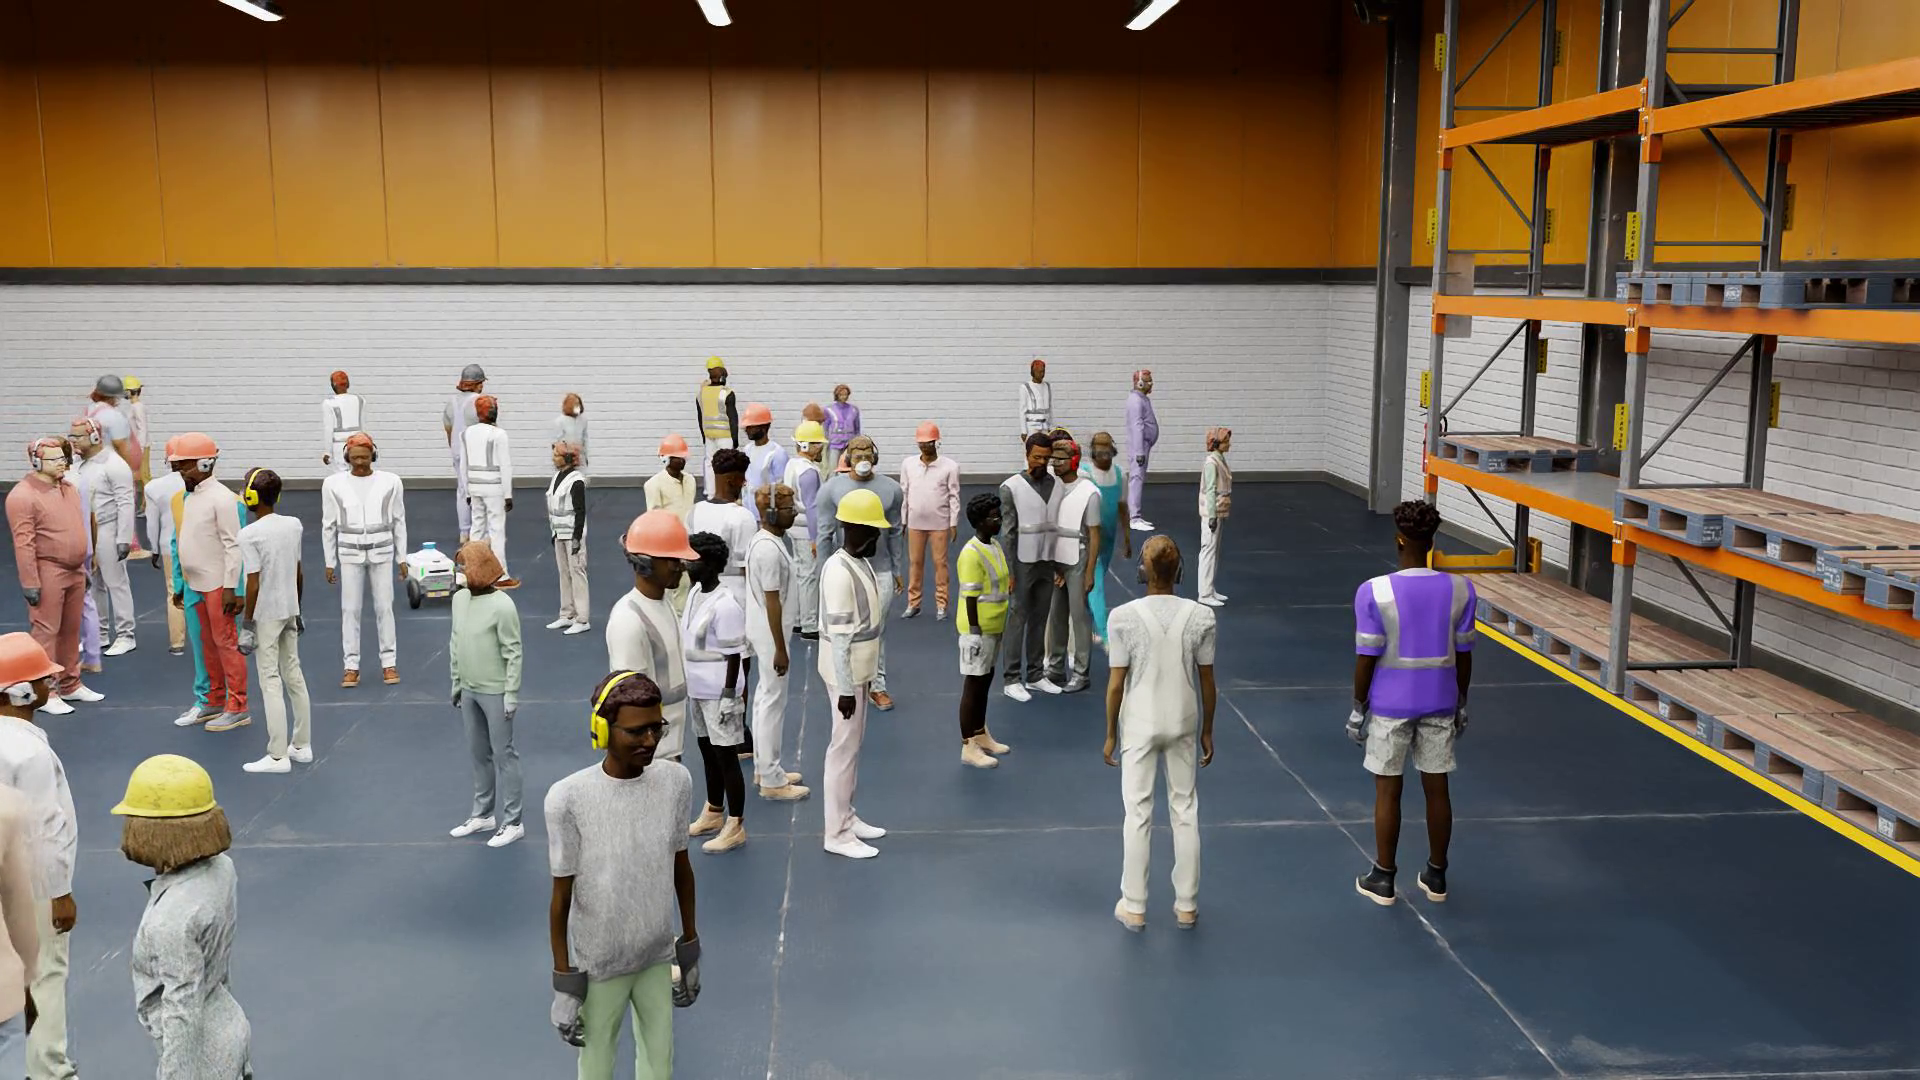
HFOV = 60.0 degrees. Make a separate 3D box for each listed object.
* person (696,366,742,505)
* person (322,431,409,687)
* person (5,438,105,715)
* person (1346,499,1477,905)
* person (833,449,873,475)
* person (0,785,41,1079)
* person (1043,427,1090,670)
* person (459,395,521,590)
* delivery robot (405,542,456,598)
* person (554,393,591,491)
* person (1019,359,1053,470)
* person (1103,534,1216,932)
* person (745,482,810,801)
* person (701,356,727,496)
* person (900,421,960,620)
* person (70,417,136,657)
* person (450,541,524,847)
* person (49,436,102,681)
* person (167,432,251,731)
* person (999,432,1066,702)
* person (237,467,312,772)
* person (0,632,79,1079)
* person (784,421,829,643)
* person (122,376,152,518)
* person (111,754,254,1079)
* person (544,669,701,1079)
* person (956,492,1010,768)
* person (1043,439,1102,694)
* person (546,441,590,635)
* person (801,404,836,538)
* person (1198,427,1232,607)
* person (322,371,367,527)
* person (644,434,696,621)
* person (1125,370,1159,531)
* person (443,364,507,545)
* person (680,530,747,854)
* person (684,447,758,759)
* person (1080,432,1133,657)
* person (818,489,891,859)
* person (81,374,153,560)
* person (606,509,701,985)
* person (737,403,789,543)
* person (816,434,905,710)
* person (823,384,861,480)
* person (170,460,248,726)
[{"bbox_3d":[-3.146,-1.360,21.831,0.625,1.841,0.429,5,10,29],"label":"person"},{"bbox_3d":[-4.377,0.140,12.259,0.587,1.886,0.341,-3,10,-19],"label":"person"},{"bbox_3d":[-6.272,0.241,11.563,0.409,1.907,0.651,1,9,5],"label":"person"},{"bbox_3d":[2.162,0.780,7.992,0.603,1.967,0.367,-1,9,-6],"label":"person"},{"bbox_3d":[-0.769,0.193,12.347,0.339,1.749,0.573,-1,9,-4],"label":"person"},{"bbox_3d":[-2.833,1.334,4.643,1.038,1.938,0.668,6,11,31],"label":"person"},{"bbox_3d":[0.747,0.067,12.778,0.538,1.869,0.313,-1,9,-4],"label":"person"},{"bbox_3d":[-4.541,-0.454,16.004,0.574,1.882,0.358,4,10,26],"label":"person"},{"bbox_3d":[-4.894,0.265,15.351,0.477,0.478,0.707,-5,11,-30],"label":"delivery robot"},{"bbox_3d":[-4.688,-0.980,20.117,0.352,1.613,0.528,8,12,41],"label":"person"},{"bbox_3d":[1.051,-1.539,22.843,0.586,1.879,0.357,-8,12,-42],"label":"person"},{"bbox_3d":[0.921,0.890,7.679,0.515,1.844,0.329,-1,9,-5],"label":"person"},{"bbox_3d":[-1.067,0.581,9.623,0.335,1.845,0.513,-2,9,-13],"label":"person"},{"bbox_3d":[-3.335,-1.541,22.691,0.374,1.924,0.595,-5,10,-28],"label":"person"},{"bbox_3d":[-0.280,-0.168,14.605,0.563,1.753,0.327,2,9,15],"label":"person"},{"bbox_3d":[-6.876,-0.024,13.234,0.651,1.906,0.401,4,10,23],"label":"person"},{"bbox_3d":[-2.528,0.810,8.843,0.507,1.631,0.266,7,11,36],"label":"person"},{"bbox_3d":[-6.685,0.136,12.463,0.359,1.834,0.525,3,9,16],"label":"person"},{"bbox_3d":[-5.016,0.273,11.086,0.624,1.992,0.390,7,12,39],"label":"person"},{"bbox_3d":[0.517,0.179,11.935,0.590,1.913,0.393,-8,12,-42],"label":"person"},{"bbox_3d":[-4.204,0.485,10.145,0.329,1.872,0.507,3,9,17],"label":"person"},{"bbox_3d":[-3.355,1.198,6.023,0.563,1.755,0.323,7,12,38],"label":"person"},{"bbox_3d":[-1.244,-0.071,13.759,0.404,1.828,0.601,-3,10,-20],"label":"person"},{"bbox_3d":[-10.296,-1.158,20.792,0.319,1.767,0.534,-6,11,-33],"label":"person"},{"bbox_3d":[-2.115,1.436,4.572,0.295,1.744,0.484,-2,9,-12],"label":"person"},{"bbox_3d":[-1.008,1.303,5.058,0.509,1.860,0.334,-7,12,-39],"label":"person"},{"bbox_3d":[0.148,0.547,10.302,0.315,1.696,0.541,3,9,17],"label":"person"},{"bbox_3d":[0.801,0.182,12.116,0.393,1.847,0.563,-7,11,-38],"label":"person"},{"bbox_3d":[-3.315,-0.027,14.083,0.307,1.641,0.514,-7,12,-38],"label":"person"},{"bbox_3d":[-1.564,-0.707,18.429,0.411,1.614,0.558,-2,9,-11],"label":"person"},{"bbox_3d":[2.346,-0.220,15.296,0.310,1.638,0.523,3,9,16],"label":"person"},{"bbox_3d":[-7.398,-1.094,20.014,0.356,1.887,0.573,6,11,35],"label":"person"},{"bbox_3d":[-2.289,0.021,13.425,0.330,1.751,0.565,5,10,28],"label":"person"},{"bbox_3d":[2.163,-1.075,19.824,0.407,1.910,0.639,1,9,5],"label":"person"},{"bbox_3d":[-5.434,-0.968,18.737,0.676,2.000,0.536,5,10,30],"label":"person"},{"bbox_3d":[-1.309,0.792,8.763,0.316,1.695,0.542,-5,11,-31],"label":"person"},{"bbox_3d":[-1.451,0.393,10.445,0.613,1.958,0.369,8,12,39],"label":"person"},{"bbox_3d":[1.146,0.025,13.303,0.610,1.782,0.941,-5,10,-30],"label":"person"},{"bbox_3d":[-0.545,0.686,8.714,0.383,1.922,0.593,1,9,5],"label":"person"},{"bbox_3d":[-8.932,-0.785,17.590,0.716,2.000,0.541,8,12,40],"label":"person"},{"bbox_3d":[-1.293,0.879,7.141,0.400,2.039,0.611,0,9,3],"label":"person"},{"bbox_3d":[-1.713,-0.214,14.331,0.551,1.933,0.369,9,13,44],"label":"person"},{"bbox_3d":[-0.680,0.232,11.521,0.637,1.938,0.357,-3,10,-20],"label":"person"},{"bbox_3d":[-1.522,-1.188,21.405,0.521,1.629,0.314,-4,10,-24],"label":"person"},{"bbox_3d":[-5.020,0.302,11.146,0.588,1.920,0.392,3,10,18],"label":"person"}]
